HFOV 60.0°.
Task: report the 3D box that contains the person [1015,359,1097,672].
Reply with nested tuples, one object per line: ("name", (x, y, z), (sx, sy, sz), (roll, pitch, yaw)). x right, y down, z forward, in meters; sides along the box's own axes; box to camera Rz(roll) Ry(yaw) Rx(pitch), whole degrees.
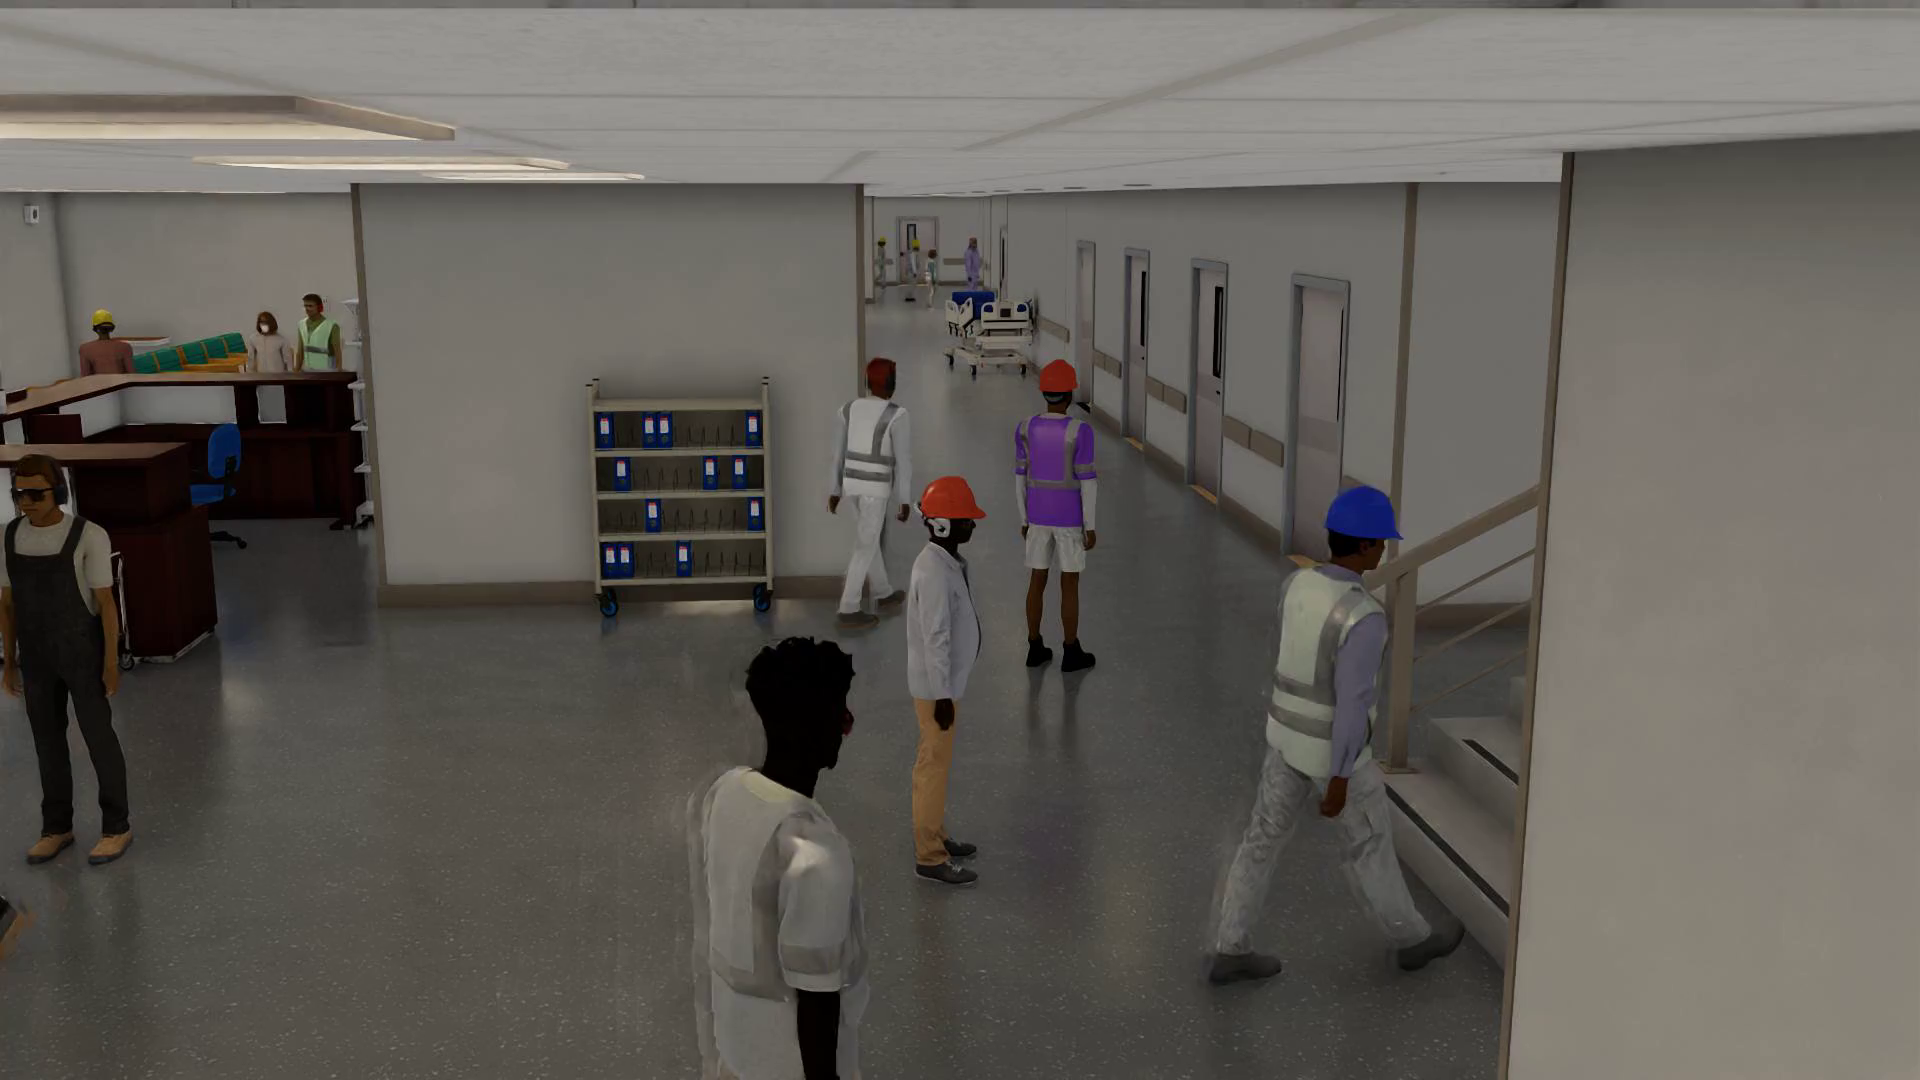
("person", (0.606, -0.148, 10.326), (0.545, 1.942, 0.351), (7, 13, 30))

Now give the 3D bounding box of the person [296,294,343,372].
("person", (-7.525, -1.969, 19.500), (0.585, 1.824, 0.495), (6, 13, 27))

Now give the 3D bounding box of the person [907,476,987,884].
("person", (-0.057, 0.589, 7.185), (0.337, 1.752, 0.564), (1, 12, 3))

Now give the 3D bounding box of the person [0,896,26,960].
("person", (-3.853, 0.700, 6.116), (0.650, 1.966, 0.426), (9, 14, 36))

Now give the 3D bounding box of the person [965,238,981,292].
("person", (0.382, -7.253, 45.200), (0.393, 1.884, 0.696), (5, 13, 23))

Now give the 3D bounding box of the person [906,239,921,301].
("person", (-1.340, -7.755, 47.869), (0.499, 1.790, 0.615), (0, 12, 1))

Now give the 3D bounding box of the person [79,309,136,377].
("person", (-8.978, -1.544, 17.579), (0.525, 1.771, 0.310), (-5, 12, -21))

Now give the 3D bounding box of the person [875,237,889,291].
("person", (-2.577, -8.919, 53.717), (0.589, 1.729, 0.493), (1, 12, 3))

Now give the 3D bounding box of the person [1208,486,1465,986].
("person", (1.397, 0.733, 6.168), (1.028, 1.881, 0.606), (-5, 12, -22))

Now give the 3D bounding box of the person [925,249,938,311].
("person", (-0.744, -6.866, 43.931), (0.396, 1.622, 0.538), (-1, 12, -6))

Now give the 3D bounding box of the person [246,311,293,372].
("person", (-8.262, -1.948, 19.984), (0.506, 1.608, 0.772), (0, 12, -1))

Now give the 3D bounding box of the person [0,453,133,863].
("person", (-3.946, 0.524, 7.310), (0.507, 1.838, 0.344), (0, 12, 2))

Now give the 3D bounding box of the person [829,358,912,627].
("person", (-0.594, -0.339, 11.583), (0.598, 1.834, 0.853), (9, 15, 38))

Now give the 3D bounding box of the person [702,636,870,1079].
("person", (-0.467, 1.174, 3.888), (0.837, 1.943, 0.610), (-7, 13, -30))
